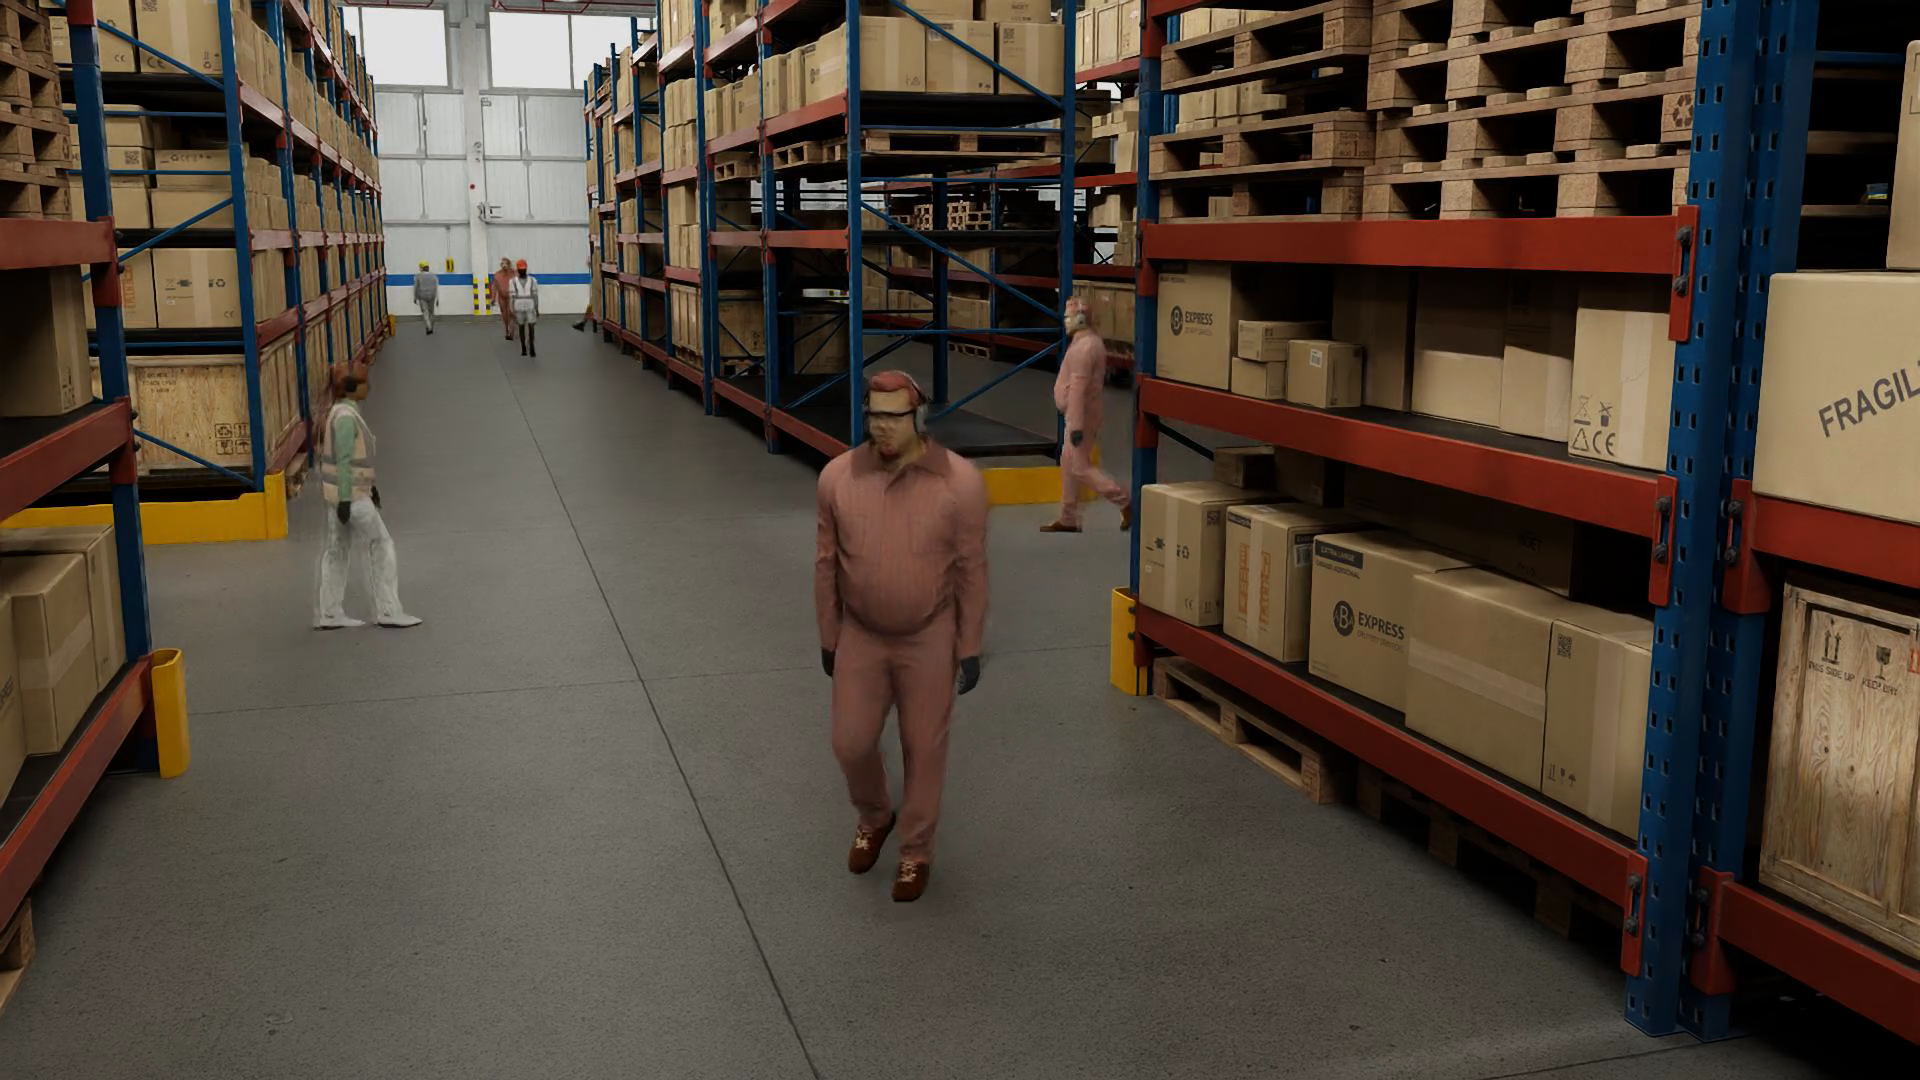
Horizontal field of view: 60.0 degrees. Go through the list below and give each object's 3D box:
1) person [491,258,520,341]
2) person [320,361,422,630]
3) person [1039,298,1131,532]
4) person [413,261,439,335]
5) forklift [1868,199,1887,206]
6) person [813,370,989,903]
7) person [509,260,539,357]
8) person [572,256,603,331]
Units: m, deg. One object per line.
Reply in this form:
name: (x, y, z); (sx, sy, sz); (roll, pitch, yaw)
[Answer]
person: (-10.292, -5.434, 37.671); (0.647, 1.858, 0.993); (1, 10, 5)
person: (-3.550, -0.261, 9.958); (0.686, 1.612, 0.522); (-5, 11, -25)
person: (1.020, -0.956, 13.069); (0.734, 1.884, 0.643); (2, 11, 11)
person: (-12.841, -5.829, 40.066); (0.577, 1.783, 0.885); (-7, 13, -34)
forklift: (11.338, -2.915, 21.052); (1.129, 2.768, 1.873); (-3, 11, -17)
person: (-0.220, 0.345, 5.902); (0.645, 1.893, 0.422); (2, 10, 10)
person: (-8.558, -4.536, 32.655); (0.574, 1.884, 0.971); (-3, 11, -15)
person: (-9.140, -6.138, 41.462); (1.022, 1.882, 0.552); (-5, 12, -26)
